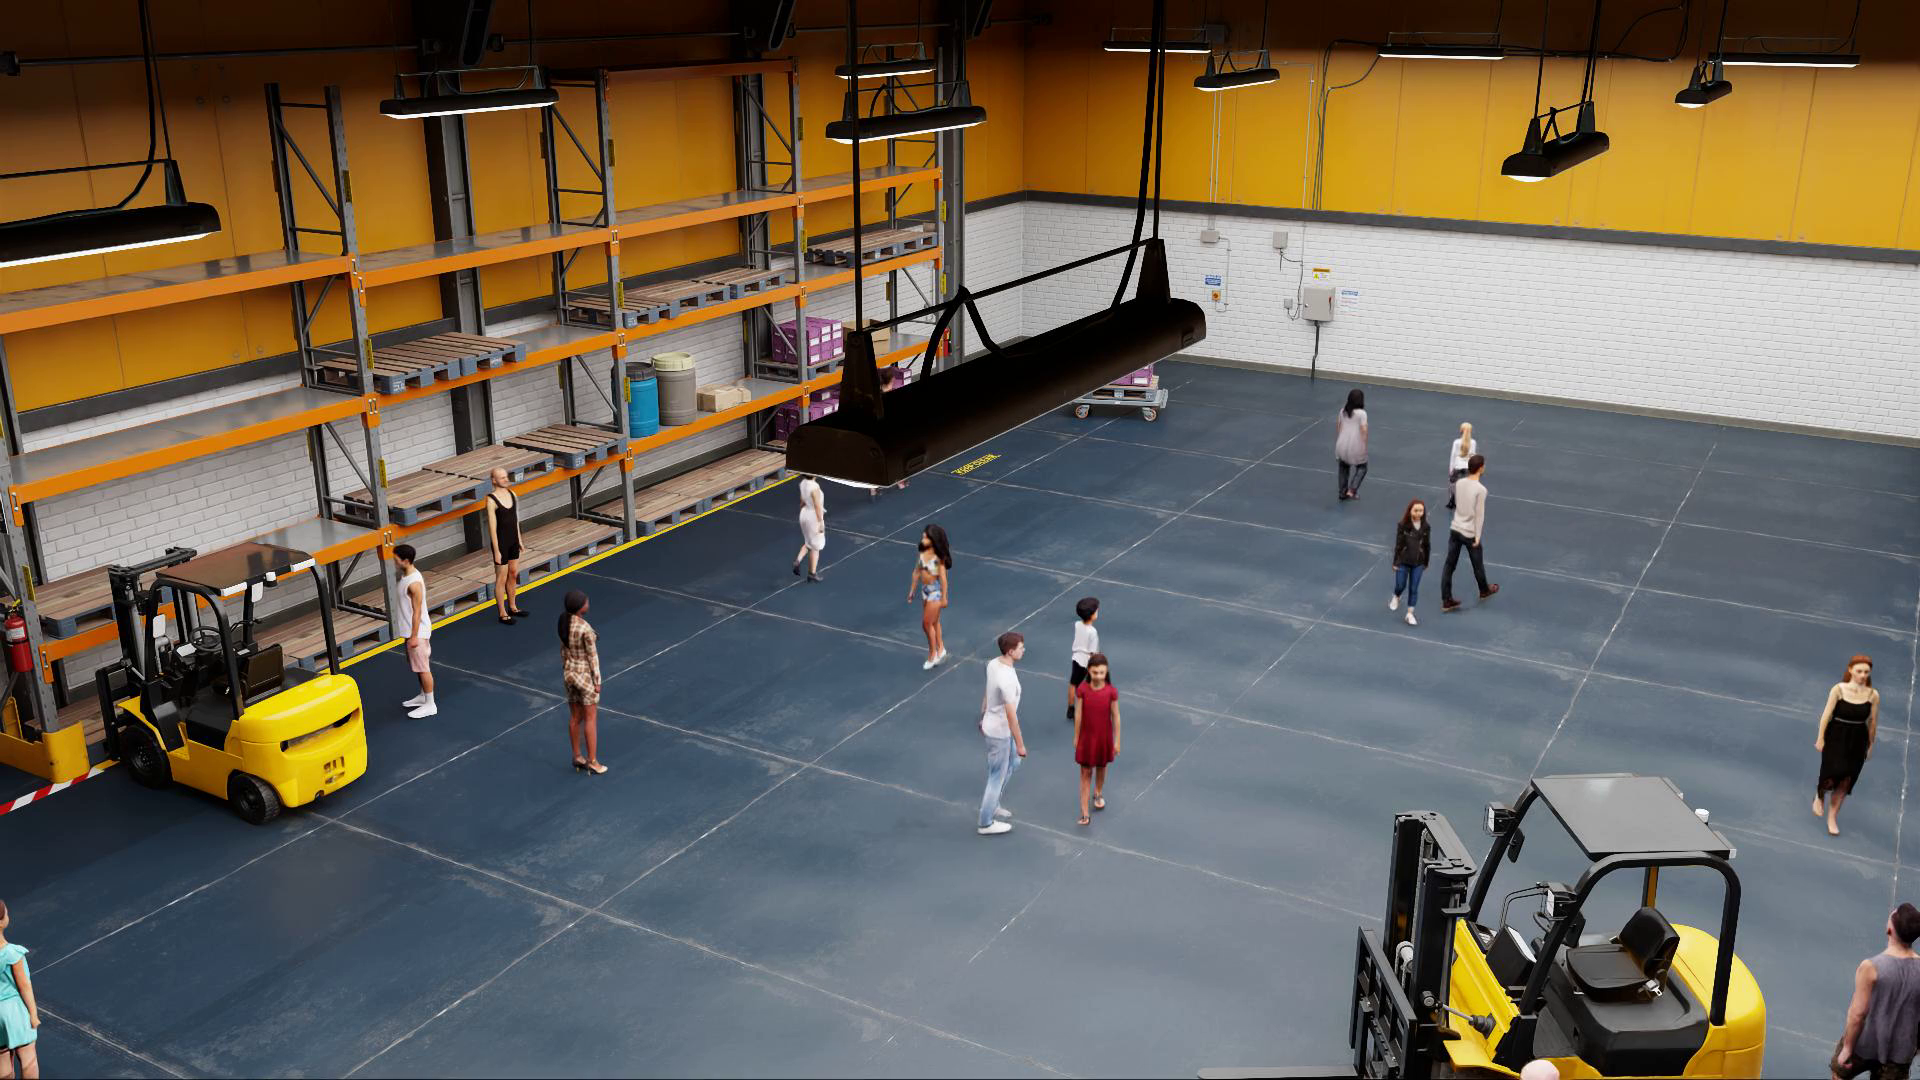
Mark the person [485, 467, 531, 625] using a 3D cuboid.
[{"bbox_3d":[-5.198,0.044,18.983,0.735,1.816,0.511,7,20,19],"label":"person"}]

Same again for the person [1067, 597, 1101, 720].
[{"bbox_3d":[1.194,1.194,16.491,0.901,1.226,0.668,-16,24,-39],"label":"person"}]

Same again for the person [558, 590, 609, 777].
[{"bbox_3d":[-3.476,1.309,15.264,0.602,1.792,0.567,13,23,34],"label":"person"}]

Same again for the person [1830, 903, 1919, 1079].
[{"bbox_3d":[5.522,3.054,9.924,0.786,1.830,0.861,3,19,8],"label":"person"}]

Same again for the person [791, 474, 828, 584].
[{"bbox_3d":[-1.856,-0.202,20.138,0.808,1.545,0.720,-12,22,-32],"label":"person"}]

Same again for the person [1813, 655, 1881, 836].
[{"bbox_3d":[7.605,1.717,14.324,0.694,1.618,0.792,4,19,13],"label":"person"}]

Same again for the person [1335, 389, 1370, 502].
[{"bbox_3d":[5.461,-1.314,23.356,0.755,1.599,0.735,-16,24,-40],"label":"person"}]

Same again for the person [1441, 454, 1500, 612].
[{"bbox_3d":[5.783,-0.057,19.263,1.186,1.828,0.938,-13,23,-34],"label":"person"}]

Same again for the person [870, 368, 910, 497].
[{"bbox_3d":[-1.068,-1.477,23.506,0.680,1.812,1.157,10,21,27],"label":"person"}]

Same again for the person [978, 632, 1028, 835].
[{"bbox_3d":[0.245,1.654,14.180,0.912,1.830,0.848,-4,19,-11],"label":"person"}]

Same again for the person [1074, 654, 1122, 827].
[{"bbox_3d":[1.197,1.690,14.569,0.838,1.512,1.083,2,19,6],"label":"person"}]

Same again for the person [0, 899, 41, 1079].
[{"bbox_3d":[-6.091,2.993,10.629,0.614,1.558,0.628,3,19,9],"label":"person"}]

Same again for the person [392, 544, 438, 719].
[{"bbox_3d":[-5.408,0.882,16.541,0.761,1.786,0.733,-8,20,-23],"label":"person"}]

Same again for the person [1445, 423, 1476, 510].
[{"bbox_3d":[6.908,-0.970,22.854,0.624,1.268,0.686,0,19,0],"label":"person"}]

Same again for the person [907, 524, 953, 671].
[{"bbox_3d":[-0.230,0.585,17.698,0.743,1.611,0.683,-13,22,-33],"label":"person"}]

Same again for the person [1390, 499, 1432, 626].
[{"bbox_3d":[5.139,0.218,19.006,0.720,1.471,0.821,1,19,4],"label":"person"}]
